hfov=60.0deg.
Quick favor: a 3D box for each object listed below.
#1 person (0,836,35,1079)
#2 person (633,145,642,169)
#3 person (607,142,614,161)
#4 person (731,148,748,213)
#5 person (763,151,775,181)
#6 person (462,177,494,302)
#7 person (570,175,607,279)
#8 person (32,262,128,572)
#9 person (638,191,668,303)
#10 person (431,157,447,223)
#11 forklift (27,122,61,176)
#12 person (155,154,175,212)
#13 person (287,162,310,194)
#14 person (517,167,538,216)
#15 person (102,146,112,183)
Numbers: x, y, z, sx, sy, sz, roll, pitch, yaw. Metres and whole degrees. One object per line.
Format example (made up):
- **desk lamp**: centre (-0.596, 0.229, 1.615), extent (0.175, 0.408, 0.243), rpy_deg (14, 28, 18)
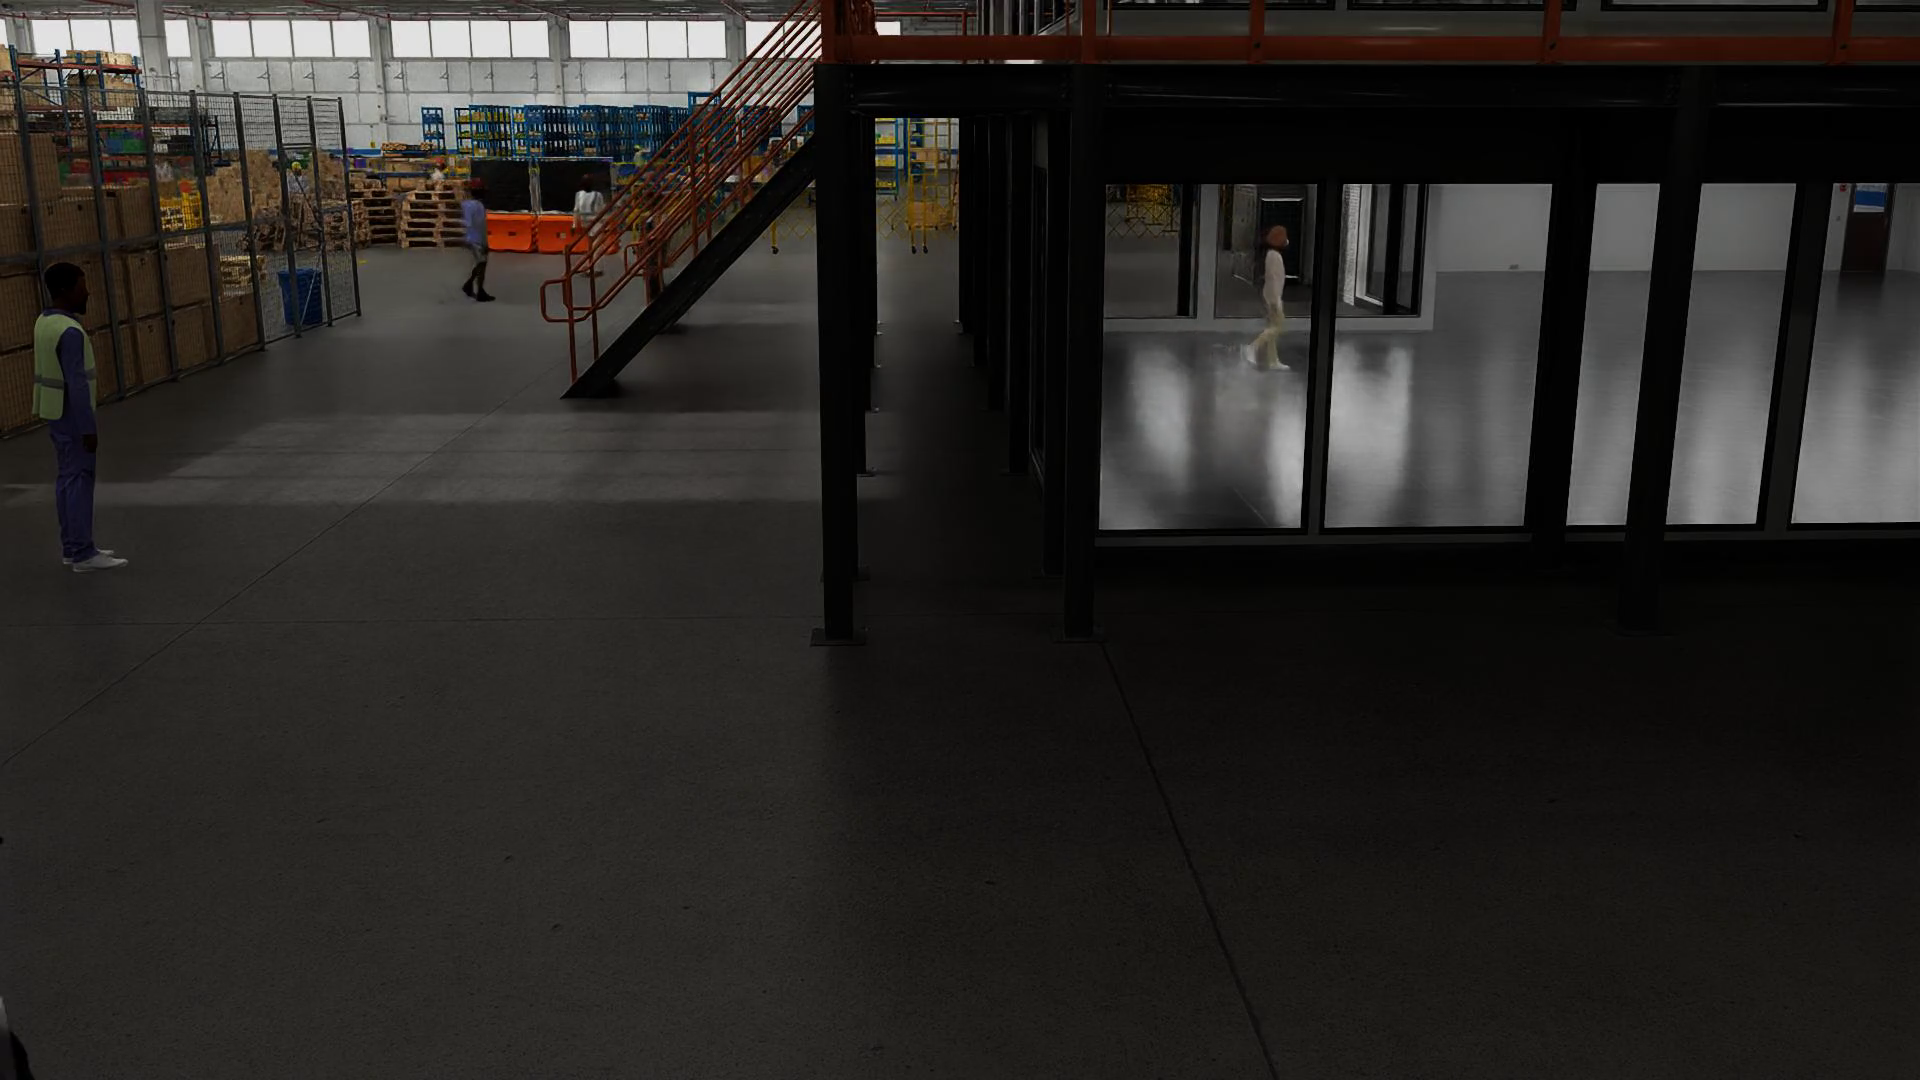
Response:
- **person**: centre (-1.510, 1.178, 2.671), extent (0.953, 1.870, 0.607), rpy_deg (-5, 15, -20)
- **person**: centre (-14.802, -17.090, 75.800), extent (0.732, 1.809, 0.621), rpy_deg (-6, 15, -22)
- **person**: centre (-19.049, -20.831, 90.727), extent (0.584, 1.826, 0.486), rpy_deg (-3, 14, -10)
- **person**: centre (-6.776, -11.253, 52.075), extent (0.943, 2.001, 0.622), rpy_deg (-2, 14, -9)
- **person**: centre (-5.984, -11.224, 52.126), extent (0.406, 1.921, 0.557), rpy_deg (0, 14, 2)
- **person**: centre (-7.529, -4.690, 26.008), extent (0.421, 1.924, 0.570), rpy_deg (-13, 19, -42)
- **person**: centre (-6.708, -5.614, 29.871), extent (0.589, 1.835, 0.949), rpy_deg (8, 16, 28)
- **person**: centre (-5.511, -0.751, 10.308), extent (0.383, 1.914, 0.595), rpy_deg (-12, 19, -40)
- **person**: centre (-4.342, -4.083, 23.801), extent (0.522, 1.825, 0.672), rpy_deg (13, 19, 41)
- **person**: centre (-12.780, -8.380, 40.701), extent (0.914, 1.968, 0.625), rpy_deg (1, 14, 4)
- **forklift**: centre (-35.376, -14.773, 64.377), extent (1.129, 2.768, 1.873), rpy_deg (-1, 14, -2)
- **person**: centre (-23.560, -10.463, 49.194), extent (0.642, 1.875, 0.870), rpy_deg (0, 14, 1)
- **person**: centre (-16.197, -8.336, 40.767), extent (0.596, 1.837, 0.404), rpy_deg (-12, 18, -39)
- **person**: centre (-10.339, -8.050, 39.814), extent (0.492, 1.742, 0.319), rpy_deg (-6, 15, -24)
- **person**: centre (-40.226, -17.693, 78.335), extent (0.547, 1.741, 0.711), rpy_deg (-1, 14, -5)
